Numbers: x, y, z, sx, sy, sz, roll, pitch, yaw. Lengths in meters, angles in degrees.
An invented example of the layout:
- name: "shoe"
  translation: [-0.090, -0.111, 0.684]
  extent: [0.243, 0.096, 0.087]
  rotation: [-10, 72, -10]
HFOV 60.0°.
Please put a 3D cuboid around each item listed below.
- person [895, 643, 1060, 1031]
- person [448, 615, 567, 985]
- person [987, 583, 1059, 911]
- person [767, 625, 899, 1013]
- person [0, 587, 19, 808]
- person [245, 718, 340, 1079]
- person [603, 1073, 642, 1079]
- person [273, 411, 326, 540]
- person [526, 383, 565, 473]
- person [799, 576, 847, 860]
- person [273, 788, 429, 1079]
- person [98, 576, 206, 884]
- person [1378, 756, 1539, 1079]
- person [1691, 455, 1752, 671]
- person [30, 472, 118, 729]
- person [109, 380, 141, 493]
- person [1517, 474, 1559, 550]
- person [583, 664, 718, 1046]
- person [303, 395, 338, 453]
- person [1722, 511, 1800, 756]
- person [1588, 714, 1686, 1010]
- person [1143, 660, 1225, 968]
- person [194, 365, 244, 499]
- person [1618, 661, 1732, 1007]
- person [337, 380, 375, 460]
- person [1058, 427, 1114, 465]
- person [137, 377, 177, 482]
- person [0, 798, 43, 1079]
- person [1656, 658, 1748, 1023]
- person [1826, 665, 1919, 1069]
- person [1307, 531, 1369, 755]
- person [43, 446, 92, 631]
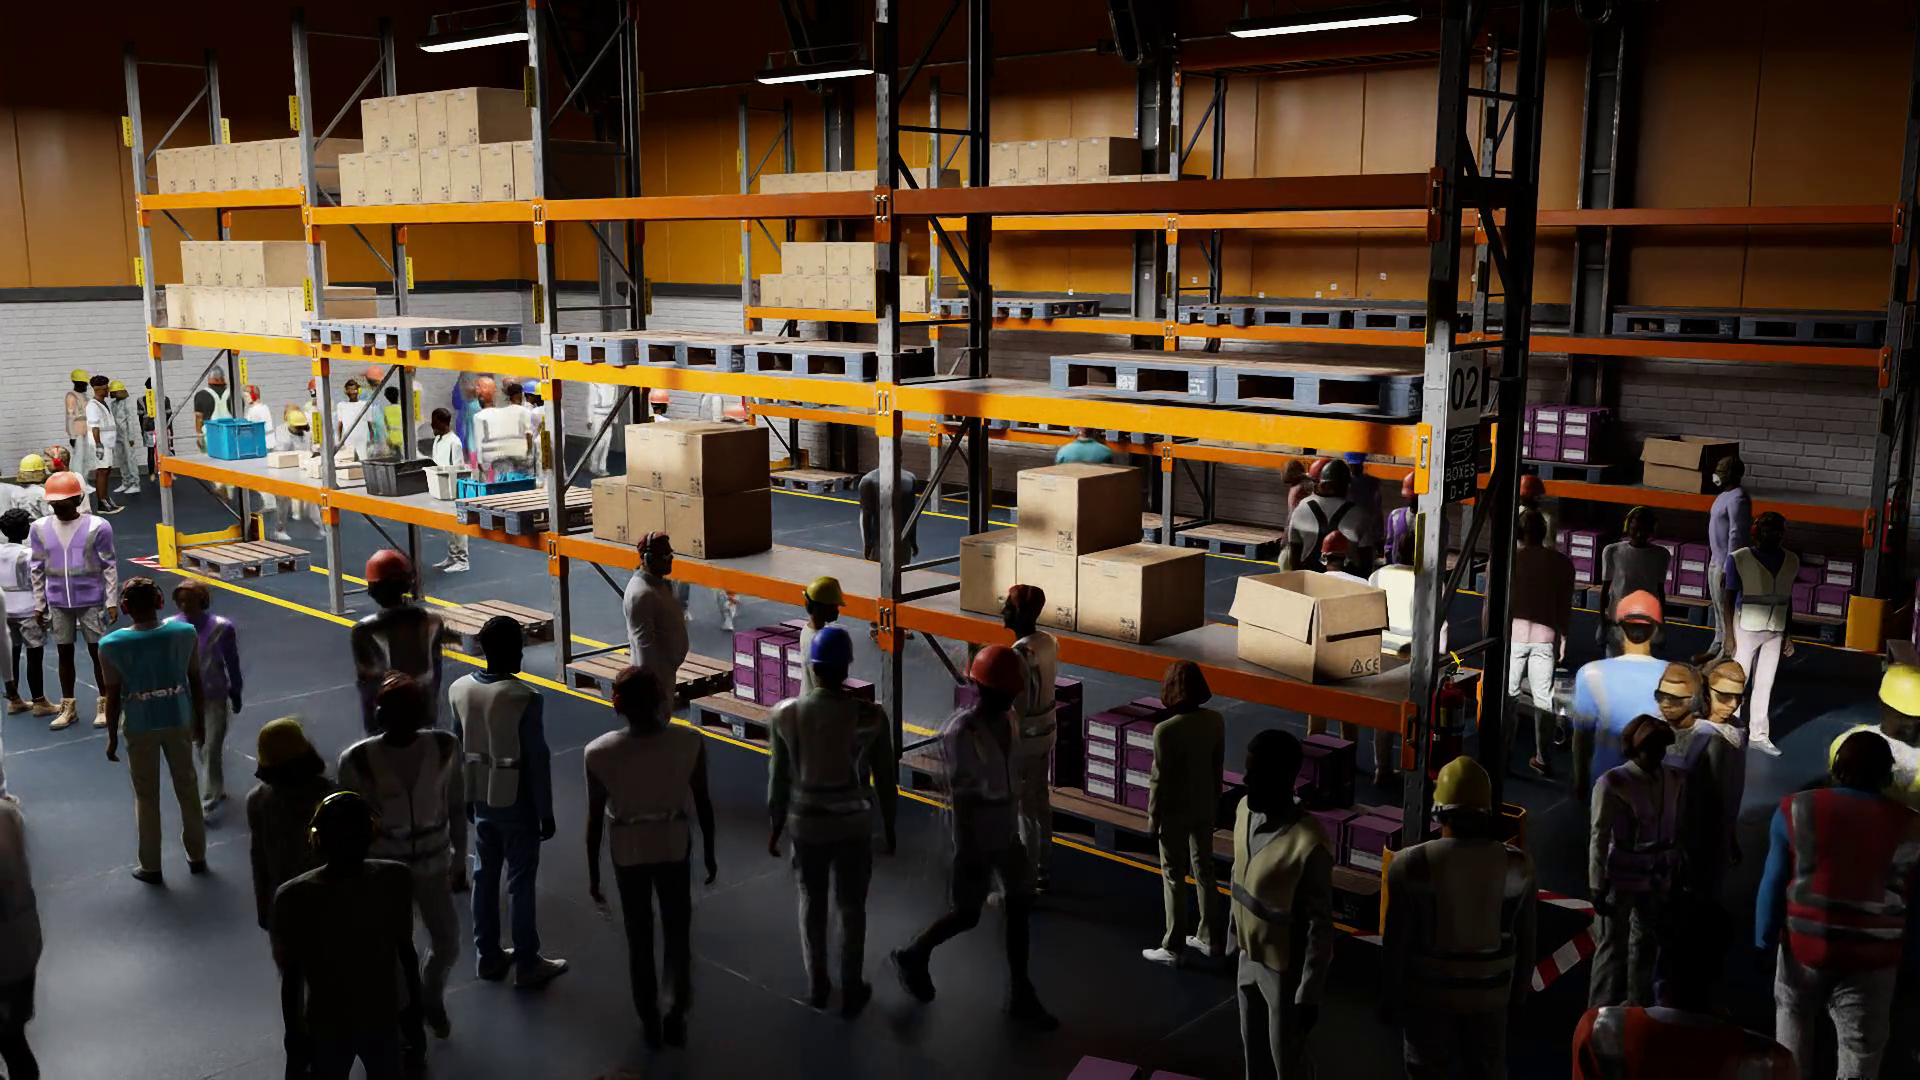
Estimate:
- name: "person"
  translation: [0.088, 1.412, 8.102]
  extent: [0.819, 1.909, 0.547]
  rotation: [9, 13, 41]
- name: "person"
  translation: [-2.333, 1.330, 8.517]
  extent: [0.596, 1.918, 0.381]
  rotation: [5, 11, 26]
- name: "person"
  translation: [0.367, 1.173, 9.505]
  extent: [0.356, 1.884, 0.574]
  rotation: [4, 11, 23]
- name: "person"
  translation: [-0.626, 1.375, 8.210]
  extent: [0.649, 1.942, 0.447]
  rotation: [1, 10, 4]
- name: "person"
  translation: [-6.595, 0.907, 11.041]
  extent: [0.576, 1.875, 0.363]
  rotation: [-1, 10, -8]
- name: "person"
  translation: [-2.936, 1.599, 7.568]
  extent: [0.516, 1.714, 0.595]
  rotation: [0, 10, 2]
- name: "person"
  translation: [-0.862, 2.161, 4.233]
  extent: [0.650, 1.785, 0.943]
  rotation: [1, 10, 4]
- name: "person"
  translation: [-8.465, -0.811, 21.263]
  extent: [0.924, 1.688, 0.515]
  rotation: [5, 11, 24]
- name: "person"
  translation: [-5.678, -1.196, 22.775]
  extent: [0.369, 1.927, 0.589]
  rotation: [9, 13, 41]
- name: "person"
  translation: [-0.852, 1.091, 10.315]
  extent: [0.319, 1.763, 0.522]
  rotation: [-2, 10, -11]
- name: "person"
  translation: [-2.207, 1.795, 6.073]
  extent: [0.507, 1.861, 0.327]
  rotation: [-7, 12, -33]
- name: "person"
  translation: [-4.772, 1.127, 9.884]
  extent: [0.563, 1.840, 0.388]
  rotation: [-9, 13, -41]
- name: "person"
  translation: [1.921, 1.735, 6.467]
  extent: [0.588, 1.835, 0.403]
  rotation: [0, 10, 3]
- name: "person"
  translation: [6.798, 0.212, 14.780]
  extent: [0.373, 1.940, 0.629]
  rotation: [3, 10, 15]
- name: "person"
  translation: [-6.921, 0.475, 13.000]
  extent: [0.616, 2.040, 0.381]
  rotation: [-2, 10, -9]
- name: "person"
  translation: [-12.845, -1.579, 25.495]
  extent: [0.486, 1.738, 0.321]
  rotation: [6, 12, 32]
- name: "person"
  translation: [5.121, 0.269, 15.019]
  extent: [0.342, 1.757, 0.574]
  rotation: [-4, 11, -22]
- name: "person"
  translation: [-1.432, 1.501, 7.773]
  extent: [0.614, 1.829, 0.509]
  rotation: [-3, 10, -16]
- name: "person"
  translation: [-9.564, -1.392, 24.787]
  extent: [0.561, 1.606, 0.485]
  rotation: [-6, 12, -29]
- name: "person"
  translation: [5.913, 0.690, 12.338]
  extent: [0.568, 1.845, 0.386]
  rotation: [-2, 10, -11]
- name: "person"
  translation: [3.157, 1.602, 7.796]
  extent: [0.524, 1.631, 0.316]
  rotation: [-3, 11, -19]
- name: "person"
  translation: [1.189, 1.433, 8.764]
  extent: [0.501, 1.627, 0.272]
  rotation: [-8, 13, -37]
- name: "person"
  translation: [-11.065, -1.620, 24.852]
  extent: [0.700, 2.000, 0.537]
  rotation: [-8, 13, -37]
- name: "person"
  translation: [3.416, 1.469, 7.983]
  extent: [0.356, 1.836, 0.508]
  rotation: [-6, 12, -31]
- name: "person"
  translation: [-8.707, -1.378, 23.966]
  extent: [0.511, 1.872, 0.329]
  rotation: [-2, 10, -13]
- name: "person"
  translation: [1.403, -0.430, 18.590]
  extent: [0.704, 1.871, 0.655]
  rotation: [3, 10, 15]
- name: "person"
  translation: [-12.886, -1.771, 26.673]
  extent: [0.533, 1.697, 0.319]
  rotation: [-2, 10, -10]
- name: "person"
  translation: [-3.785, 1.673, 6.632]
  extent: [0.539, 1.912, 0.703]
  rotation: [-1, 10, -5]
- name: "person"
  translation: [3.576, 1.459, 8.013]
  extent: [0.506, 1.841, 0.345]
  rotation: [-6, 12, -30]
- name: "person"
  translation: [4.303, 1.502, 7.648]
  extent: [0.589, 1.878, 0.934]
  rotation: [0, 10, 3]
- name: "person"
  translation: [2.676, 0.804, 11.958]
  extent: [0.559, 1.751, 0.326]
  rotation: [-1, 10, -3]
- name: "person"
  translation: [-8.727, -0.016, 16.367]
  extent: [0.384, 1.836, 0.566]
  rotation: [-1, 10, -7]
